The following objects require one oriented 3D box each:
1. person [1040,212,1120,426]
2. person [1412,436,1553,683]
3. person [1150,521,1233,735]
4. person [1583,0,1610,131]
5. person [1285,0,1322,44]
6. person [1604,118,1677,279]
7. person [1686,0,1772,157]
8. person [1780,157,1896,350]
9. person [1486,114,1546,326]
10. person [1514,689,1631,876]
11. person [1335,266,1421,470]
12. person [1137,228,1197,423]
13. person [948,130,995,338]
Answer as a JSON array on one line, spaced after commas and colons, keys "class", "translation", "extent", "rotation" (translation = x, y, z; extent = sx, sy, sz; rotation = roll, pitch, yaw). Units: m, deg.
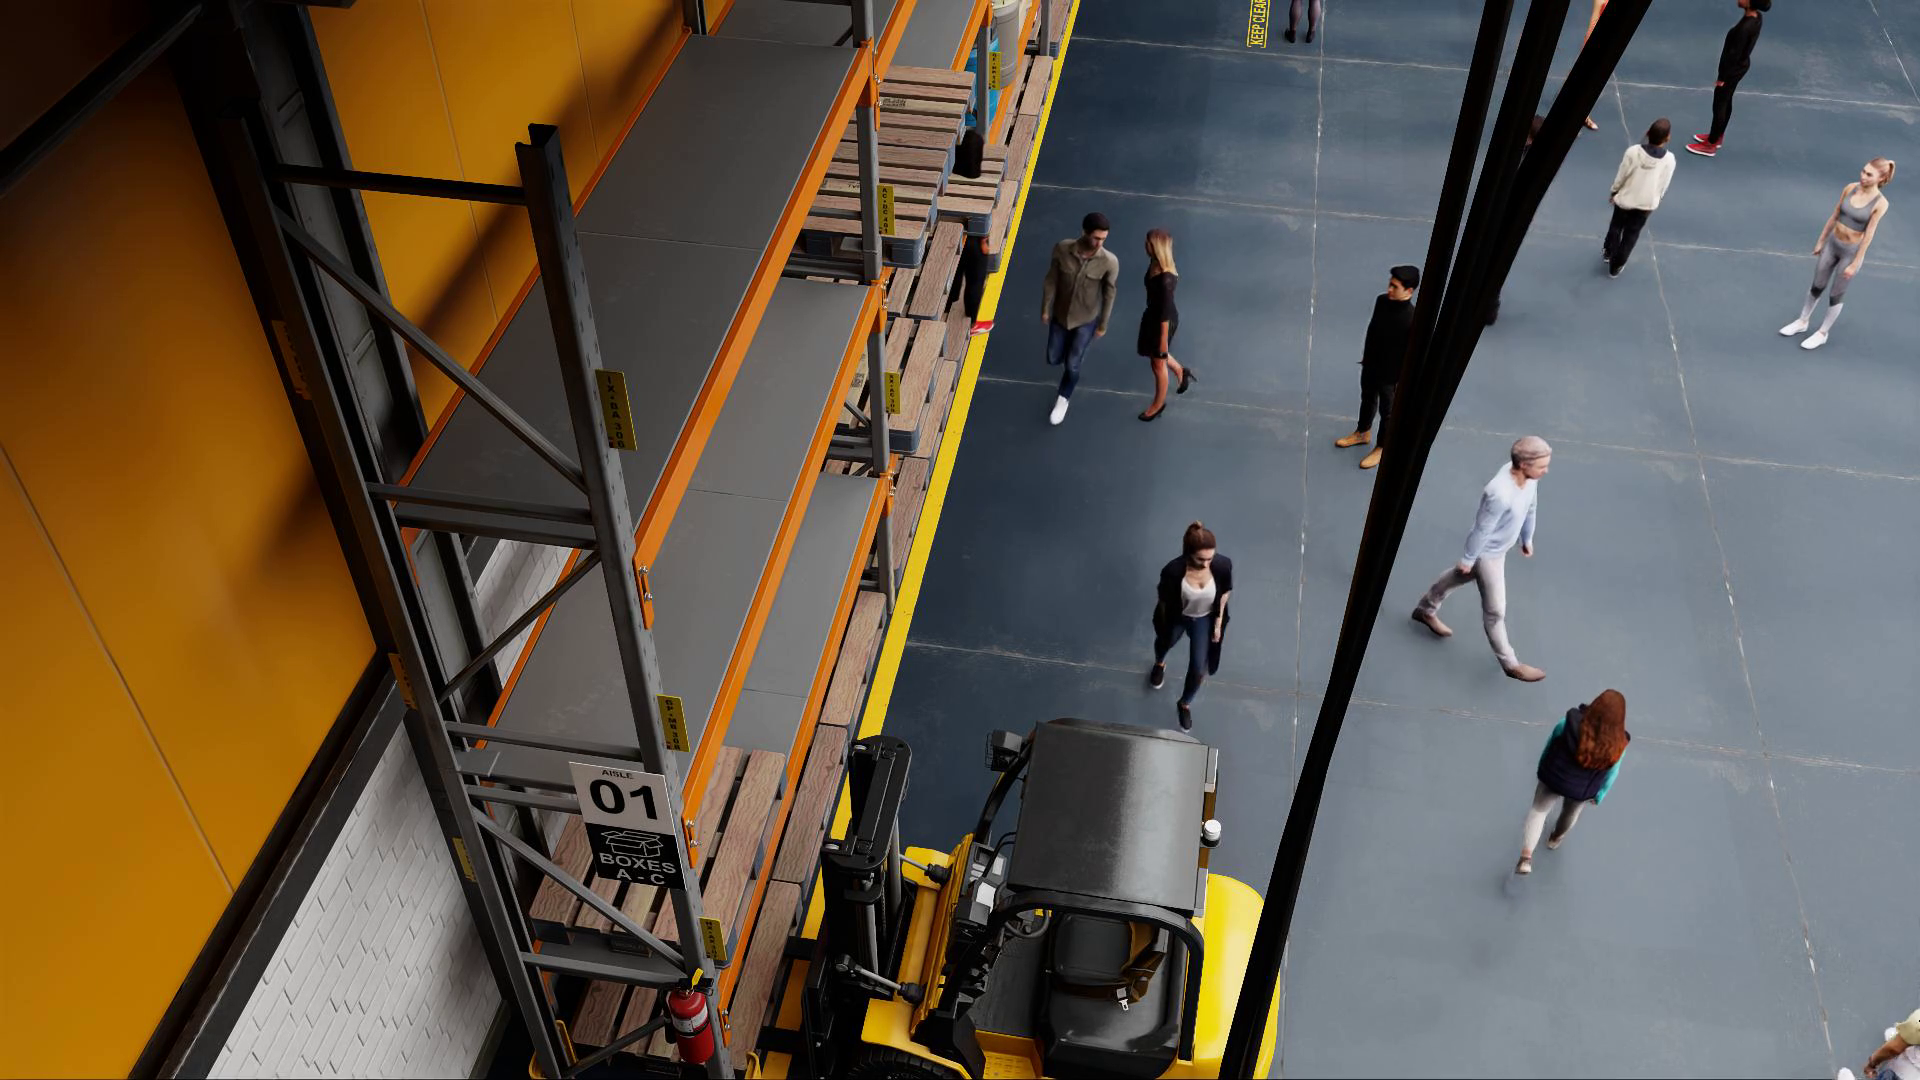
[{"class": "person", "translation": [0.914, -1.764, 12.728], "extent": [0.844, 1.841, 0.961], "rotation": [19, 47, 19]}, {"class": "person", "translation": [3.367, 0.025, 10.856], "extent": [1.148, 1.833, 1.273], "rotation": [31, 51, 28]}, {"class": "person", "translation": [1.461, 0.440, 10.559], "extent": [0.737, 1.642, 0.930], "rotation": [3, 44, 3]}, {"class": "person", "translation": [6.142, -4.727, 15.927], "extent": [0.669, 1.719, 0.685], "rotation": [-17, 46, -17]}, {"class": "person", "translation": [3.637, -5.993, 17.289], "extent": [0.699, 1.673, 0.674], "rotation": [2, 44, 2]}, {"class": "person", "translation": [5.753, -2.872, 14.182], "extent": [0.705, 1.441, 0.764], "rotation": [24, 49, 23]}, {"class": "person", "translation": [7.279, -4.426, 15.643], "extent": [0.718, 1.674, 0.589], "rotation": [26, 49, 24]}, {"class": "person", "translation": [7.134, -2.323, 13.414], "extent": [0.711, 1.704, 0.637], "rotation": [-20, 47, -20]}, {"class": "person", "translation": [4.513, -2.584, 13.550], "extent": [0.895, 1.894, 0.955], "rotation": [-28, 50, -27]}, {"class": "person", "translation": [3.522, 1.410, 9.656], "extent": [0.734, 1.483, 0.941], "rotation": [21, 47, 21]}, {"class": "person", "translation": [3.166, -1.304, 12.332], "extent": [0.783, 1.722, 0.687], "rotation": [-19, 47, -19]}, {"class": "person", "translation": [1.600, -1.670, 12.758], "extent": [0.857, 1.665, 0.789], "rotation": [-11, 45, -12]}, {"class": "person", "translation": [0.045, -2.489, 13.509], "extent": [0.822, 1.815, 0.768], "rotation": [-28, 50, -26]}]
